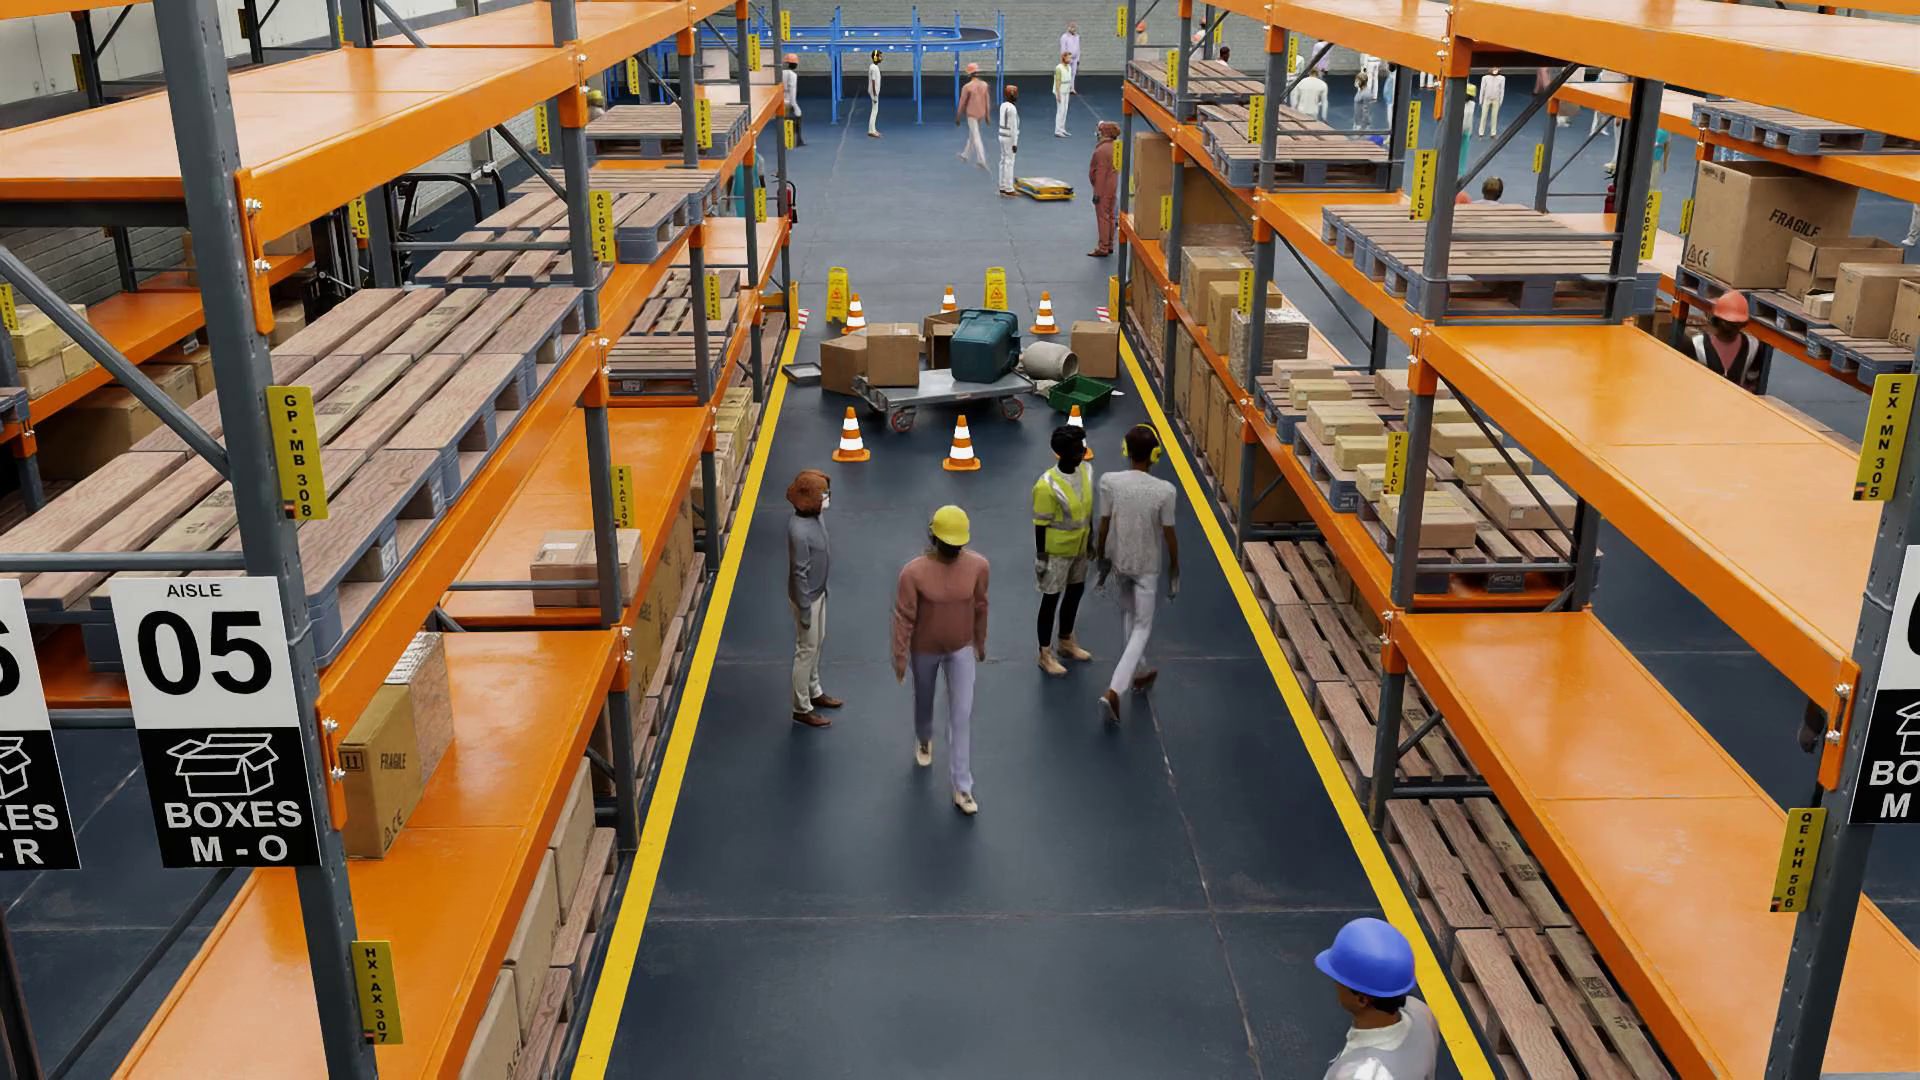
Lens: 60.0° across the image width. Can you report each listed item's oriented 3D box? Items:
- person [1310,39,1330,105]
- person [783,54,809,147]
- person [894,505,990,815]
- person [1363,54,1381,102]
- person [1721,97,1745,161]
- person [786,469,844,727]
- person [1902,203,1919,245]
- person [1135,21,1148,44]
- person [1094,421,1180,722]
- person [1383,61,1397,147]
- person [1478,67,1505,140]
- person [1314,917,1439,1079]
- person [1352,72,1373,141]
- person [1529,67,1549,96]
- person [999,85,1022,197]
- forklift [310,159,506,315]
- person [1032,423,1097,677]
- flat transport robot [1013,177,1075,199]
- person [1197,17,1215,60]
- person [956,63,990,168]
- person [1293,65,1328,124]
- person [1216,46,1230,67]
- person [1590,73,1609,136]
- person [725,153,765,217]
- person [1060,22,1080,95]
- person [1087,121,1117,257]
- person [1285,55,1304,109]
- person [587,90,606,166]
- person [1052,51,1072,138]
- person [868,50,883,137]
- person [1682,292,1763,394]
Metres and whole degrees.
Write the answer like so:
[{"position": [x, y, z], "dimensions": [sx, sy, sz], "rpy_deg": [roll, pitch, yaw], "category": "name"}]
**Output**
[{"position": [9.197, -12.137, 42.644], "dimensions": [0.852, 1.893, 0.590], "rpy_deg": [17, 27, 38], "category": "person"}, {"position": [-3.504, -9.210, 34.887], "dimensions": [0.769, 1.905, 0.571], "rpy_deg": [-16, 26, -35], "category": "person"}, {"position": [-0.101, 0.598, 9.242], "dimensions": [0.552, 1.702, 0.962], "rpy_deg": [-4, 21, -11], "category": "person"}, {"position": [10.694, -12.328, 43.179], "dimensions": [0.579, 1.878, 0.361], "rpy_deg": [-14, 25, -33], "category": "person"}, {"position": [15.286, -8.385, 32.687], "dimensions": [0.396, 1.919, 0.590], "rpy_deg": [-14, 25, -33], "category": "person"}, {"position": [-0.891, 0.343, 10.029], "dimensions": [0.293, 1.623, 0.507], "rpy_deg": [2, 21, 6], "category": "person"}, {"position": [14.341, -5.230, 24.603], "dimensions": [0.484, 1.737, 0.322], "rpy_deg": [2, 21, 6], "category": "person"}, {"position": [4.942, -13.312, 45.765], "dimensions": [0.437, 1.888, 0.738], "rpy_deg": [-5, 21, -12], "category": "person"}, {"position": [1.065, 0.184, 10.168], "dimensions": [0.529, 1.837, 0.877], "rpy_deg": [12, 24, 28], "category": "person"}, {"position": [9.108, -9.224, 35.030], "dimensions": [0.431, 1.834, 0.702], "rpy_deg": [3, 21, 8], "category": "person"}, {"position": [11.523, -9.514, 36.079], "dimensions": [0.501, 1.628, 0.269], "rpy_deg": [4, 21, 9], "category": "person"}, {"position": [1.225, 2.027, 5.126], "dimensions": [0.404, 1.945, 0.614], "rpy_deg": [12, 24, 30], "category": "person"}, {"position": [7.411, -7.660, 30.764], "dimensions": [0.380, 1.929, 0.637], "rpy_deg": [0, 21, -1], "category": "person"}, {"position": [15.501, -12.785, 44.371], "dimensions": [0.667, 1.875, 0.826], "rpy_deg": [-19, 28, -40], "category": "person"}, {"position": [0.857, -6.910, 28.838], "dimensions": [0.362, 1.882, 0.576], "rpy_deg": [-7, 22, -17], "category": "person"}, {"position": [-5.622, -2.910, 17.832], "dimensions": [2.313, 2.155, 1.214], "rpy_deg": [-1, 21, -1], "category": "forklift"}, {"position": [0.661, 0.054, 10.704], "dimensions": [0.321, 1.688, 0.544], "rpy_deg": [17, 27, 38], "category": "person"}, {"position": [1.447, -6.179, 29.148], "dimensions": [0.652, 0.197, 1.431], "rpy_deg": [-7, 22, -17], "category": "flat transport robot"}, {"position": [6.558, -12.986, 44.672], "dimensions": [0.606, 2.046, 0.369], "rpy_deg": [14, 25, 32], "category": "person"}, {"position": [0.206, -8.236, 32.253], "dimensions": [0.649, 1.939, 1.005], "rpy_deg": [-17, 27, -38], "category": "person"}, {"position": [6.758, -8.259, 32.359], "dimensions": [0.761, 1.915, 0.532], "rpy_deg": [3, 21, 8], "category": "person"}, {"position": [5.740, -9.929, 36.788], "dimensions": [0.398, 1.907, 0.600], "rpy_deg": [-5, 21, -14], "category": "person"}, {"position": [14.180, -9.731, 36.660], "dimensions": [0.654, 1.627, 0.345], "rpy_deg": [-6, 21, -15], "category": "person"}, {"position": [-2.996, -4.739, 23.180], "dimensions": [0.571, 1.831, 0.463], "rpy_deg": [-2, 21, -5], "category": "person"}, {"position": [2.986, -12.950, 44.790], "dimensions": [0.642, 1.899, 0.395], "rpy_deg": [-17, 26, -37], "category": "person"}, {"position": [2.039, -5.028, 23.839], "dimensions": [0.403, 1.904, 0.637], "rpy_deg": [9, 23, 23], "category": "person"}, {"position": [7.523, -10.405, 37.984], "dimensions": [0.612, 1.946, 0.405], "rpy_deg": [8, 22, 20], "category": "person"}, {"position": [-6.402, -7.119, 29.587], "dimensions": [0.492, 1.729, 0.383], "rpy_deg": [17, 26, 37], "category": "person"}, {"position": [2.241, -9.786, 36.512], "dimensions": [0.406, 1.833, 0.577], "rpy_deg": [11, 23, 27], "category": "person"}, {"position": [-1.865, -9.786, 36.487], "dimensions": [0.338, 1.857, 0.519], "rpy_deg": [0, 21, -1], "category": "person"}, {"position": [5.828, -0.920, 12.848], "dimensions": [0.633, 1.990, 1.014], "rpy_deg": [2, 21, 6], "category": "person"}]
